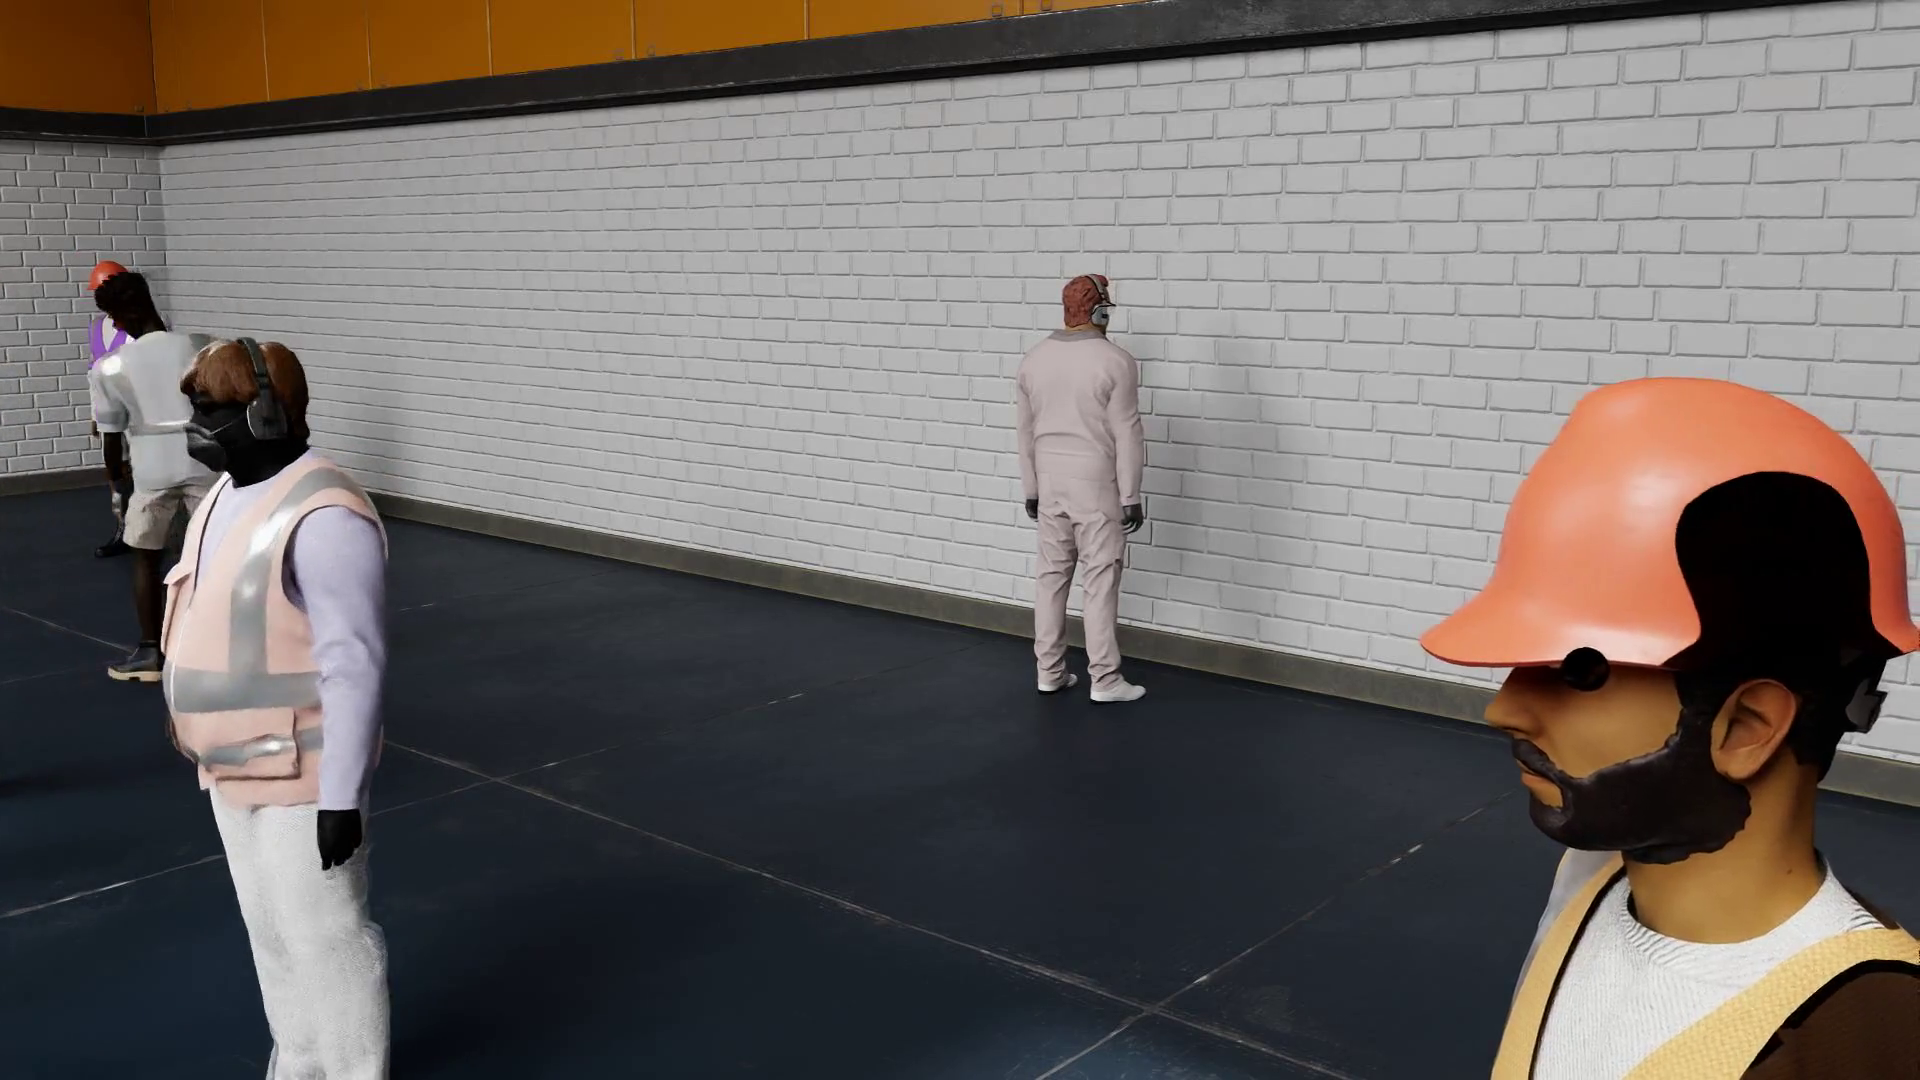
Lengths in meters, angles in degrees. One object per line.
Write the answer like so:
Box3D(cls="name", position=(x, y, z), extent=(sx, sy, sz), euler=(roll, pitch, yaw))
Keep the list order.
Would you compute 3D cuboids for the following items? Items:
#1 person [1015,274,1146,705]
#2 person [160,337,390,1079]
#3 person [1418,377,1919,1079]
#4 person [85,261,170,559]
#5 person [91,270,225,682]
Box3D(cls="person", position=(0.561, -0.225, 7.441), extent=(0.641, 1.910, 0.401), euler=(9, 13, 41))
Box3D(cls="person", position=(-1.460, 0.488, 3.572), extent=(0.634, 1.840, 0.429), euler=(10, 14, 44))
Box3D(cls="person", position=(0.493, 0.850, 1.236), extent=(0.364, 1.935, 0.553), euler=(0, 10, -1))
Box3D(cls="person", position=(-5.450, -0.837, 10.841), extent=(0.545, 1.938, 0.361), euler=(3, 10, 16))
Box3D(cls="person", position=(-3.662, -0.287, 7.782), extent=(0.706, 1.925, 0.384), euler=(-3, 10, -16))
